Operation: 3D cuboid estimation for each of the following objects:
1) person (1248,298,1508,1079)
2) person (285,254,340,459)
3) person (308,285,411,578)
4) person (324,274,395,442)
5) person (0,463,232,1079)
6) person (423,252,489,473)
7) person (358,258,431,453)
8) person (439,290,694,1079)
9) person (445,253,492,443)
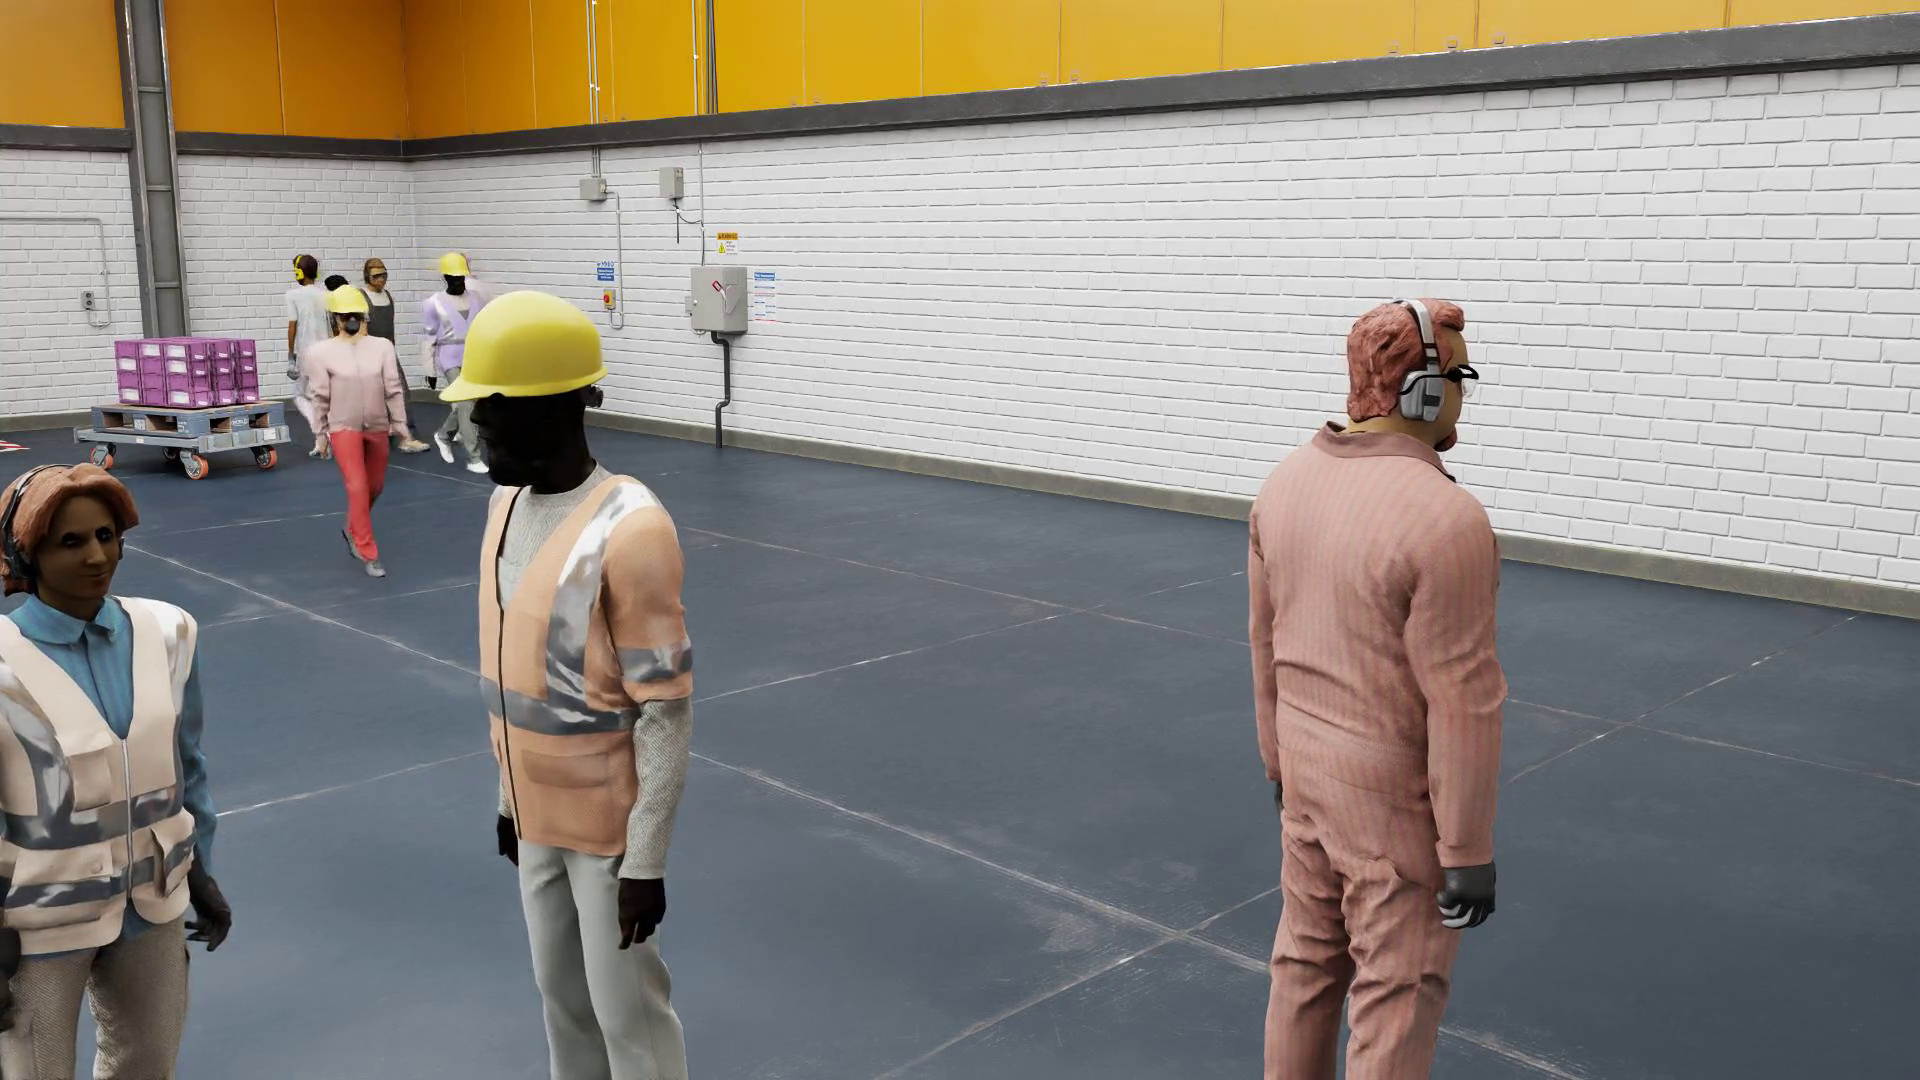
[{"bbox_3d":[0.830,0.489,3.242,0.407,1.906,0.655,-4,11,-22],"label":"person"},{"bbox_3d":[-5.842,-1.644,15.020,0.422,1.850,0.559,8,13,39],"label":"person"},{"bbox_3d":[-3.676,-0.684,10.102,0.522,1.738,0.831,-9,14,-41],"label":"person"},{"bbox_3d":[-5.901,-1.765,16.254,0.887,1.647,0.604,4,11,22],"label":"person"},{"bbox_3d":[-1.536,0.676,2.951,0.314,1.641,0.515,5,12,27],"label":"person"},{"bbox_3d":[-4.372,-1.541,14.375,0.909,1.886,0.597,8,13,37],"label":"person"},{"bbox_3d":[-5.265,-1.664,15.235,0.836,1.806,0.515,7,12,32],"label":"person"},{"bbox_3d":[-0.725,0.501,3.130,0.384,1.924,0.589,-9,14,-41],"label":"person"},{"bbox_3d":[-4.728,-1.840,16.116,0.810,1.844,0.660,1,10,8],"label":"person"}]
